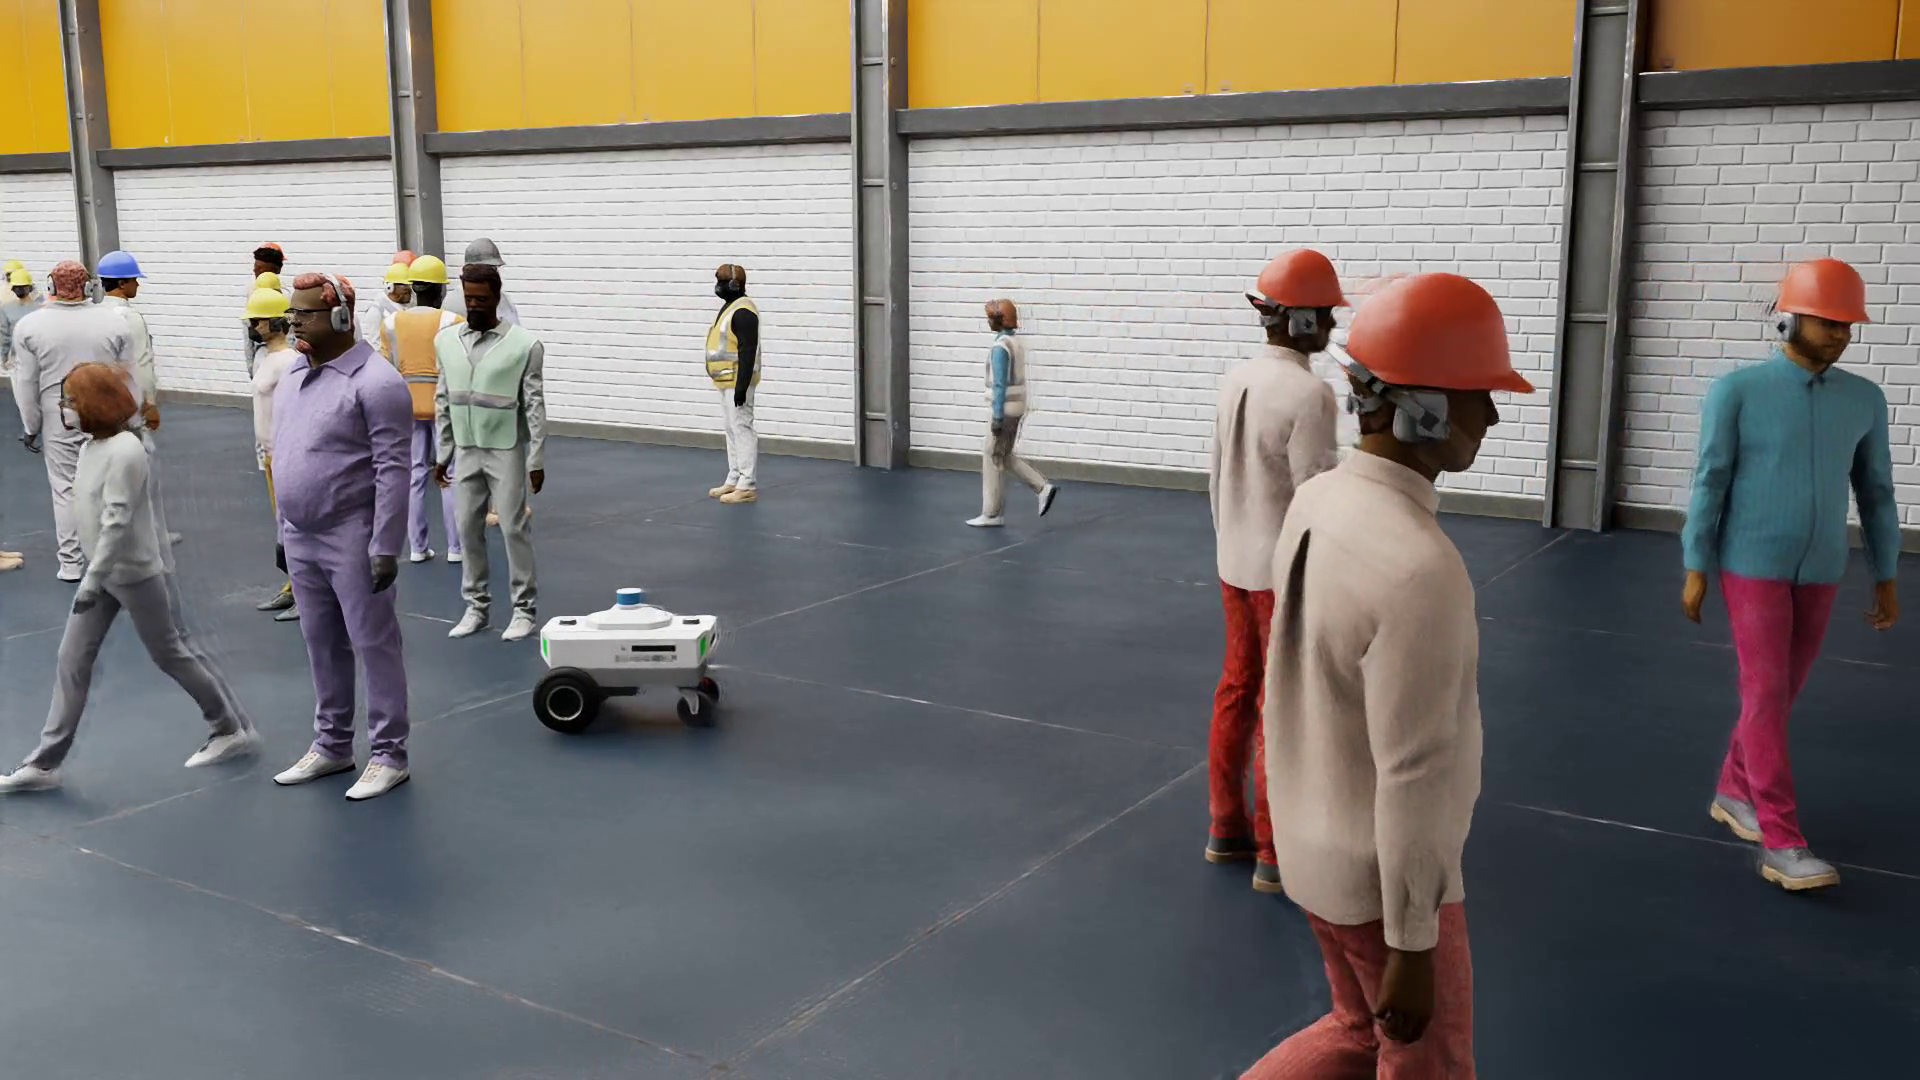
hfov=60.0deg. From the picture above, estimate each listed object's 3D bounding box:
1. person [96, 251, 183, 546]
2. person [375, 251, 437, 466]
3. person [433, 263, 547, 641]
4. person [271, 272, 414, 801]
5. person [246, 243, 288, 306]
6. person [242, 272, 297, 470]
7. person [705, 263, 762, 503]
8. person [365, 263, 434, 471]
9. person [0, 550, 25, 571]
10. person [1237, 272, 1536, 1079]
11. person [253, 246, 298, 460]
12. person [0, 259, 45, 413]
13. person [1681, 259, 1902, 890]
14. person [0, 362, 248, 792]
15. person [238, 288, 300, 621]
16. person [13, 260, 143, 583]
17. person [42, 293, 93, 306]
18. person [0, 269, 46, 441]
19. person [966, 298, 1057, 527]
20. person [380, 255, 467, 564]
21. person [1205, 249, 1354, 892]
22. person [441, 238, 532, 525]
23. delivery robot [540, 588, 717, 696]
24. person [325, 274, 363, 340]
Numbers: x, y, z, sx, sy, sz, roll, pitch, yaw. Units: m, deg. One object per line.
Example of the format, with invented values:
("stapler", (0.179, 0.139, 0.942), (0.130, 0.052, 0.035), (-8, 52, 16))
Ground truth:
("person", (-5.488, -0.916, 10.963), (0.605, 1.948, 0.386), (7, 12, 34))
("person", (-4.874, -1.587, 14.733), (0.377, 1.926, 0.551), (7, 12, 34))
("person", (-2.373, -0.442, 8.460), (0.601, 1.908, 0.390), (3, 11, 15))
("person", (-2.281, -0.012, 6.070), (0.643, 1.909, 0.410), (6, 12, 29))
("person", (-7.059, -2.050, 17.118), (0.619, 1.992, 0.396), (7, 12, 33))
("person", (-6.052, -1.483, 14.673), (0.487, 1.744, 0.297), (2, 10, 9))
("person", (-1.758, -1.214, 12.913), (0.429, 1.844, 0.625), (-4, 11, -21))
("person", (-4.836, -1.475, 14.403), (0.403, 1.826, 0.591), (5, 12, 27))
("person", (-5.991, -0.710, 10.149), (0.346, 1.836, 0.518), (-7, 12, -34))
("person", (0.642, 0.535, 2.833), (0.658, 1.963, 0.633), (-1, 10, -7))
("person", (-6.203, -1.668, 15.076), (0.367, 1.967, 0.604), (-8, 13, -37))
("person", (-10.942, -2.362, 19.369), (0.630, 1.809, 0.618), (-4, 11, -21))
("person", (2.703, 0.095, 5.332), (0.644, 1.955, 0.844), (-1, 10, -7))
("person", (-3.134, 0.130, 6.176), (0.500, 1.584, 0.890), (8, 13, 39))
("person", (-3.640, -0.454, 8.907), (0.311, 1.768, 0.532), (-7, 13, -35))
("person", (-5.217, -0.702, 9.891), (0.654, 1.906, 0.406), (-6, 12, -30))
("person", (-5.990, -0.882, 11.309), (0.328, 1.753, 0.560), (-8, 13, -39))
("person", (-9.535, -1.917, 17.082), (0.527, 1.731, 0.856), (0, 10, 0))
("person", (0.351, -0.889, 11.687), (0.558, 1.617, 0.532), (3, 11, 15))
("person", (-3.293, -0.804, 10.399), (0.594, 1.926, 0.365), (1, 10, 7))
("person", (1.010, 0.096, 5.227), (0.395, 1.993, 0.614), (-4, 11, -19))
("person", (-3.350, -1.139, 11.941), (0.537, 2.000, 0.682), (4, 11, 20))
("delivery robot", (-1.387, 0.447, 7.011), (0.707, 0.478, 0.477), (0, 10, -2))
("person", (-4.976, -1.260, 13.407), (0.342, 1.748, 0.573), (-2, 11, -13))
